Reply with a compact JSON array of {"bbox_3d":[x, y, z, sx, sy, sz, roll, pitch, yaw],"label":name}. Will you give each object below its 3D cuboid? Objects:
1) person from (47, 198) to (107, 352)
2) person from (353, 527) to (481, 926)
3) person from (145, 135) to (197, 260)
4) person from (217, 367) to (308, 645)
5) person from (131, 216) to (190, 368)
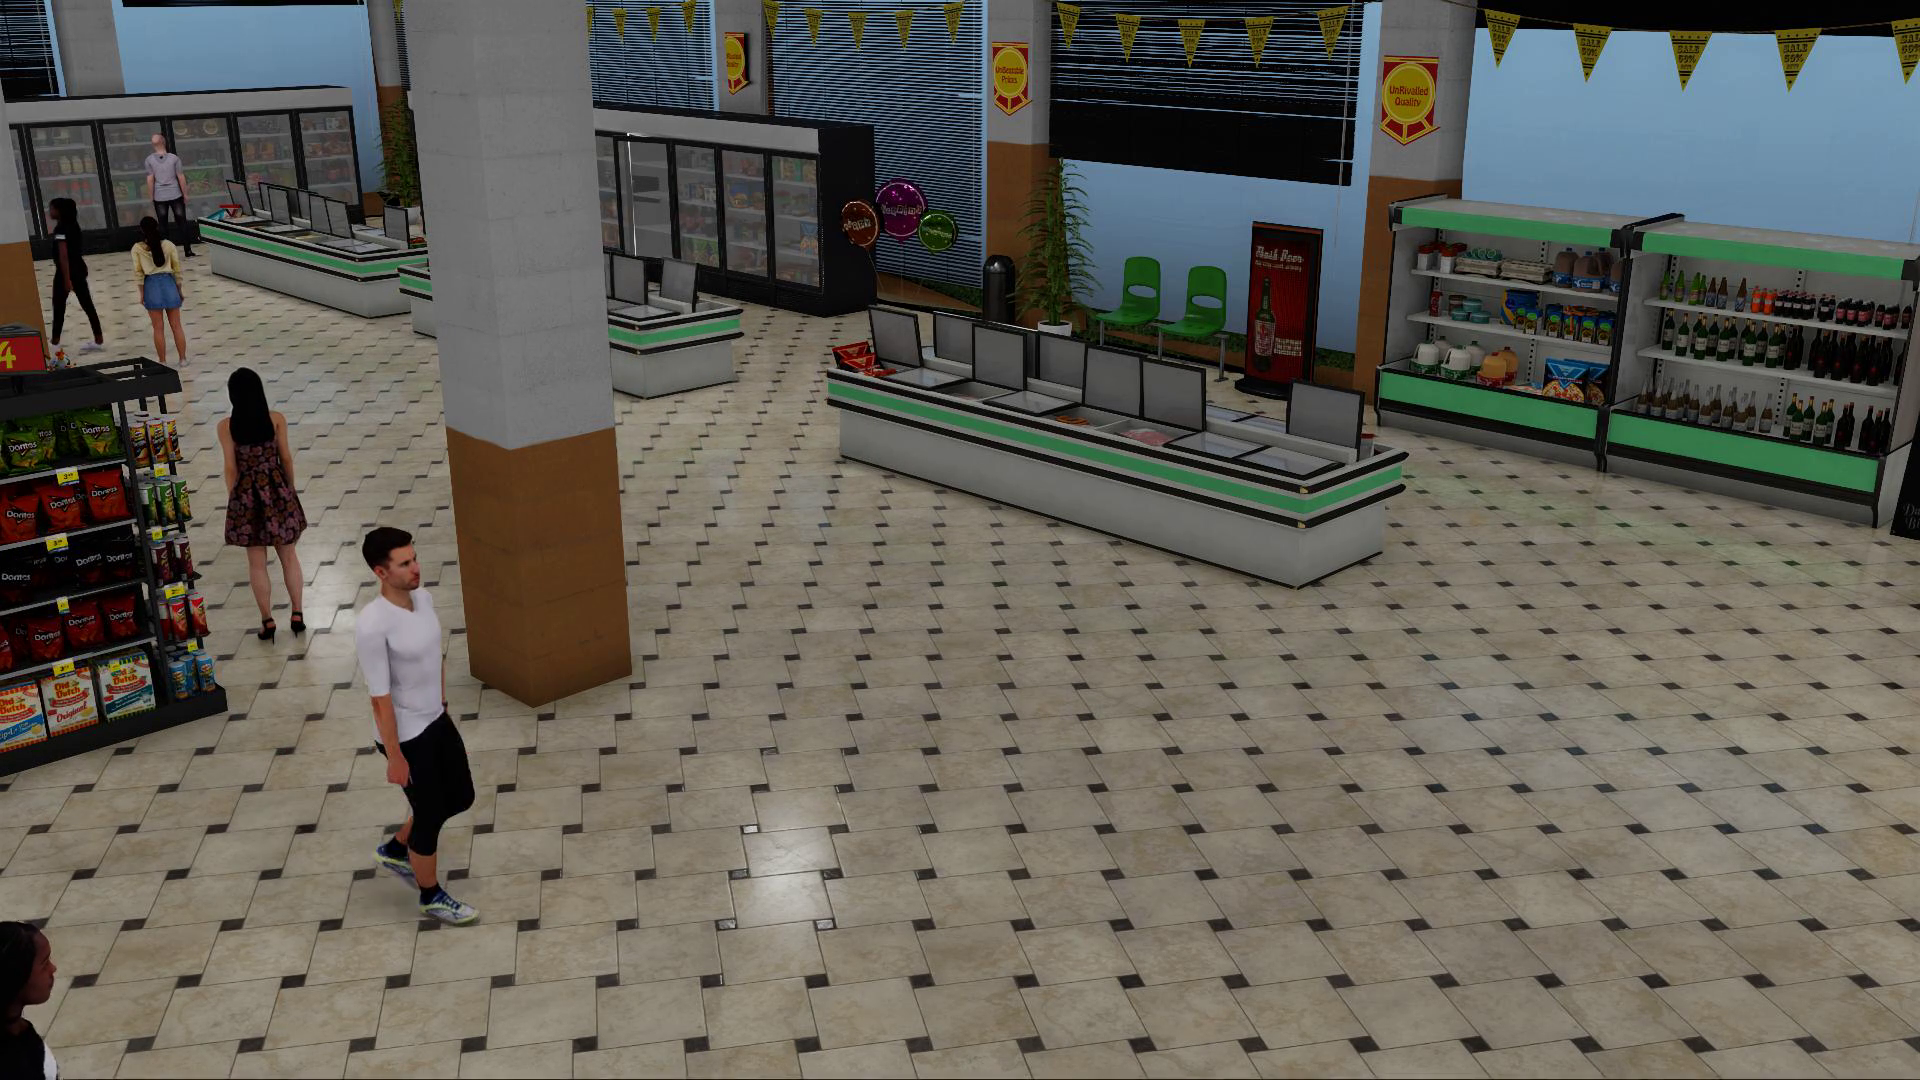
[{"bbox_3d":[-9.848,-2.945,18.603,1.041,1.709,1.011,-1,19,-4],"label":"person"},{"bbox_3d":[-2.448,0.814,7.255,0.948,1.836,0.880,4,19,13],"label":"person"},{"bbox_3d":[-11.867,-5.142,24.916,0.760,1.836,0.745,-6,20,-18],"label":"person"},{"bbox_3d":[-4.368,-0.221,10.423,0.699,1.773,0.707,-13,23,-34],"label":"person"},{"bbox_3d":[-8.594,-2.661,17.881,0.681,1.632,0.626,-12,22,-31],"label":"person"}]
